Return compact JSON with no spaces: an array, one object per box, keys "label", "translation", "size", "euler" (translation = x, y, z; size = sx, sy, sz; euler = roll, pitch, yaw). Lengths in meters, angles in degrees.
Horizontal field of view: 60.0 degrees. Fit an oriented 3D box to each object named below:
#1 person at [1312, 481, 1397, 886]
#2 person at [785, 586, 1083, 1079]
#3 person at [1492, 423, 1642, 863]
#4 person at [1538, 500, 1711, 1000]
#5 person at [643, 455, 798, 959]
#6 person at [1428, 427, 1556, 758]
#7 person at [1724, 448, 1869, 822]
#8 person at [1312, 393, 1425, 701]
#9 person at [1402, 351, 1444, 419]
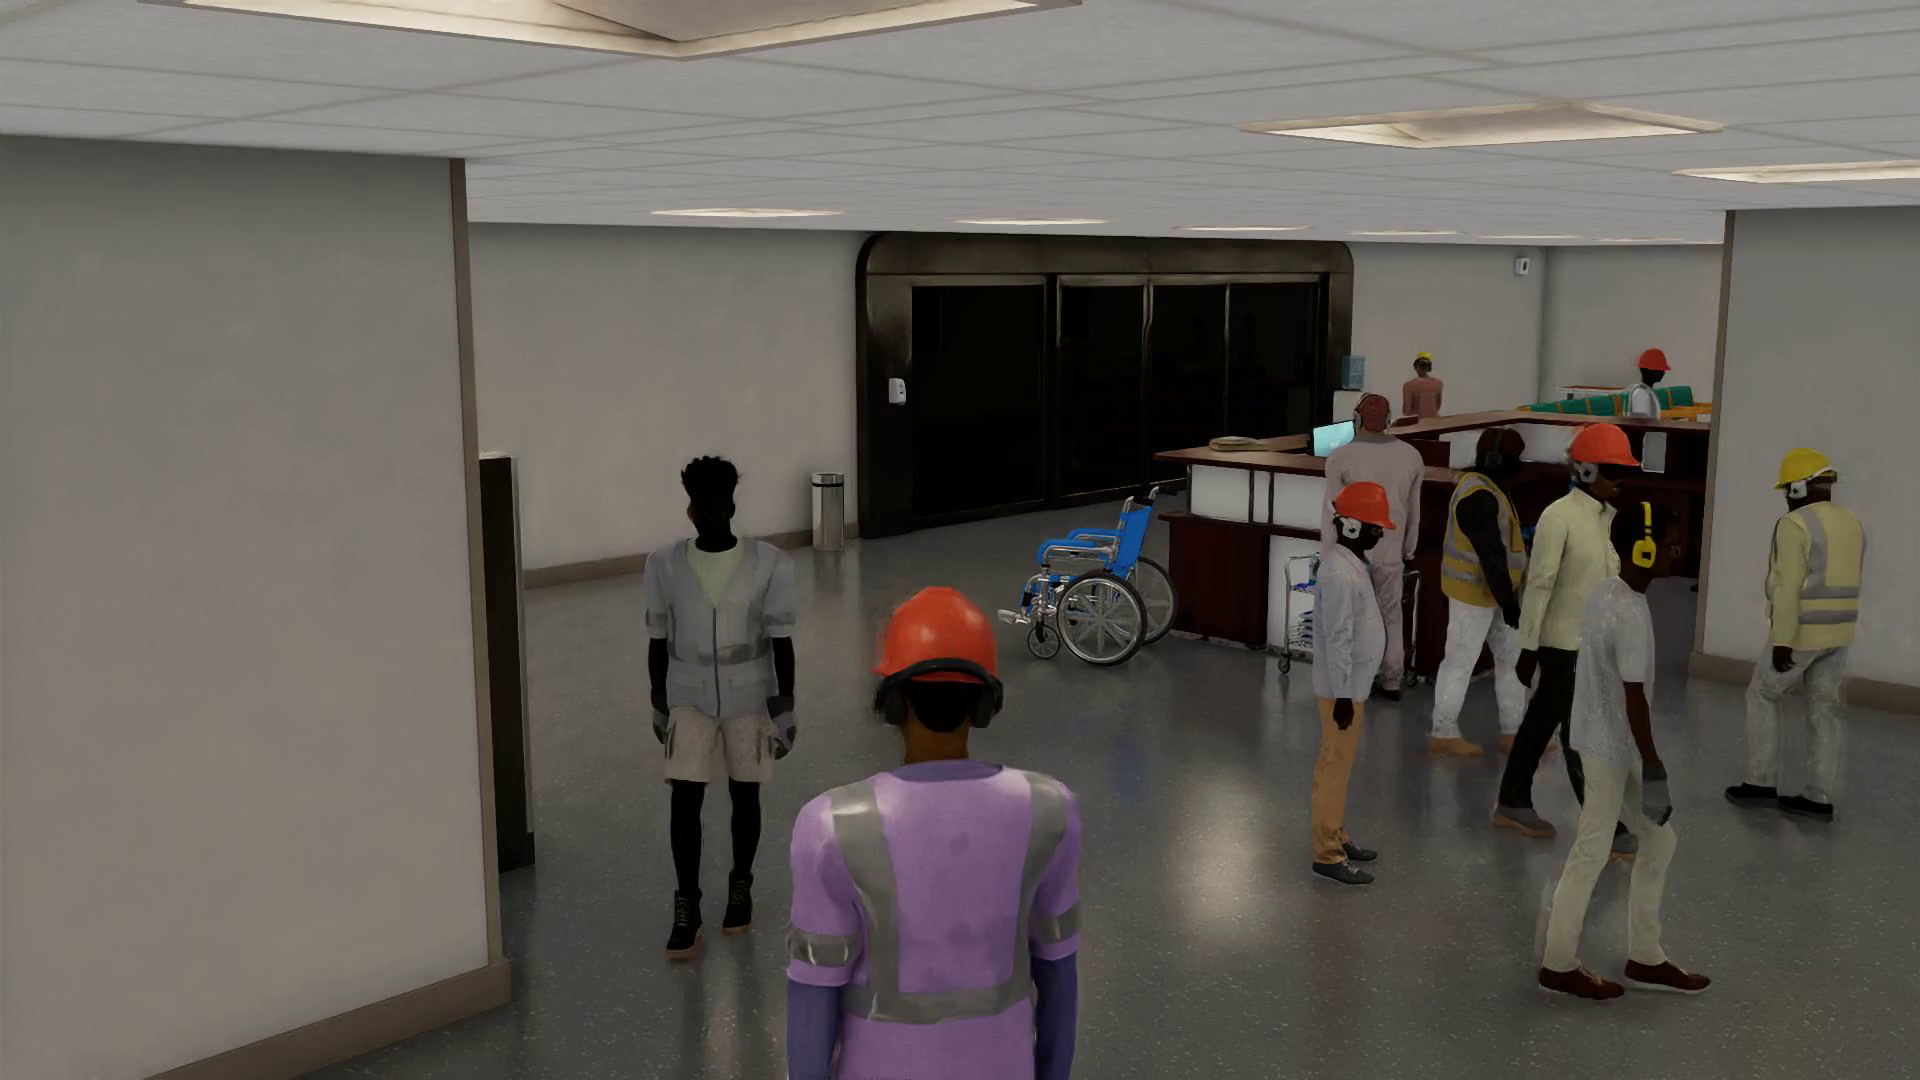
[{"label":"person","translation":[1.708,0.610,7.268],"size":[0.333,1.745,0.559],"euler":[3,10,18]},{"label":"person","translation":[-0.068,1.105,3.392],"size":[0.638,2.028,0.433],"euler":[-4,10,-21]},{"label":"person","translation":[2.852,0.457,7.524],"size":[0.937,1.960,0.654],"euler":[9,13,43]},{"label":"person","translation":[2.463,0.775,5.934],"size":[0.741,1.844,0.565],"euler":[3,10,16]},{"label":"person","translation":[-0.932,0.648,6.447],"size":[0.610,1.942,0.731],"euler":[0,9,-3]},{"label":"person","translation":[2.921,0.304,8.932],"size":[0.775,1.810,0.637],"euler":[5,10,27]},{"label":"person","translation":[4.100,0.453,8.115],"size":[0.629,1.785,0.603],"euler":[-4,10,-23]},{"label":"person","translation":[2.481,0.056,10.201],"size":[0.685,1.906,0.401],"euler":[-2,10,-14]},{"label":"person","translation":[5.220,-1.279,18.906],"size":[0.532,1.732,0.427],"euler":[-2,10,-14]}]
